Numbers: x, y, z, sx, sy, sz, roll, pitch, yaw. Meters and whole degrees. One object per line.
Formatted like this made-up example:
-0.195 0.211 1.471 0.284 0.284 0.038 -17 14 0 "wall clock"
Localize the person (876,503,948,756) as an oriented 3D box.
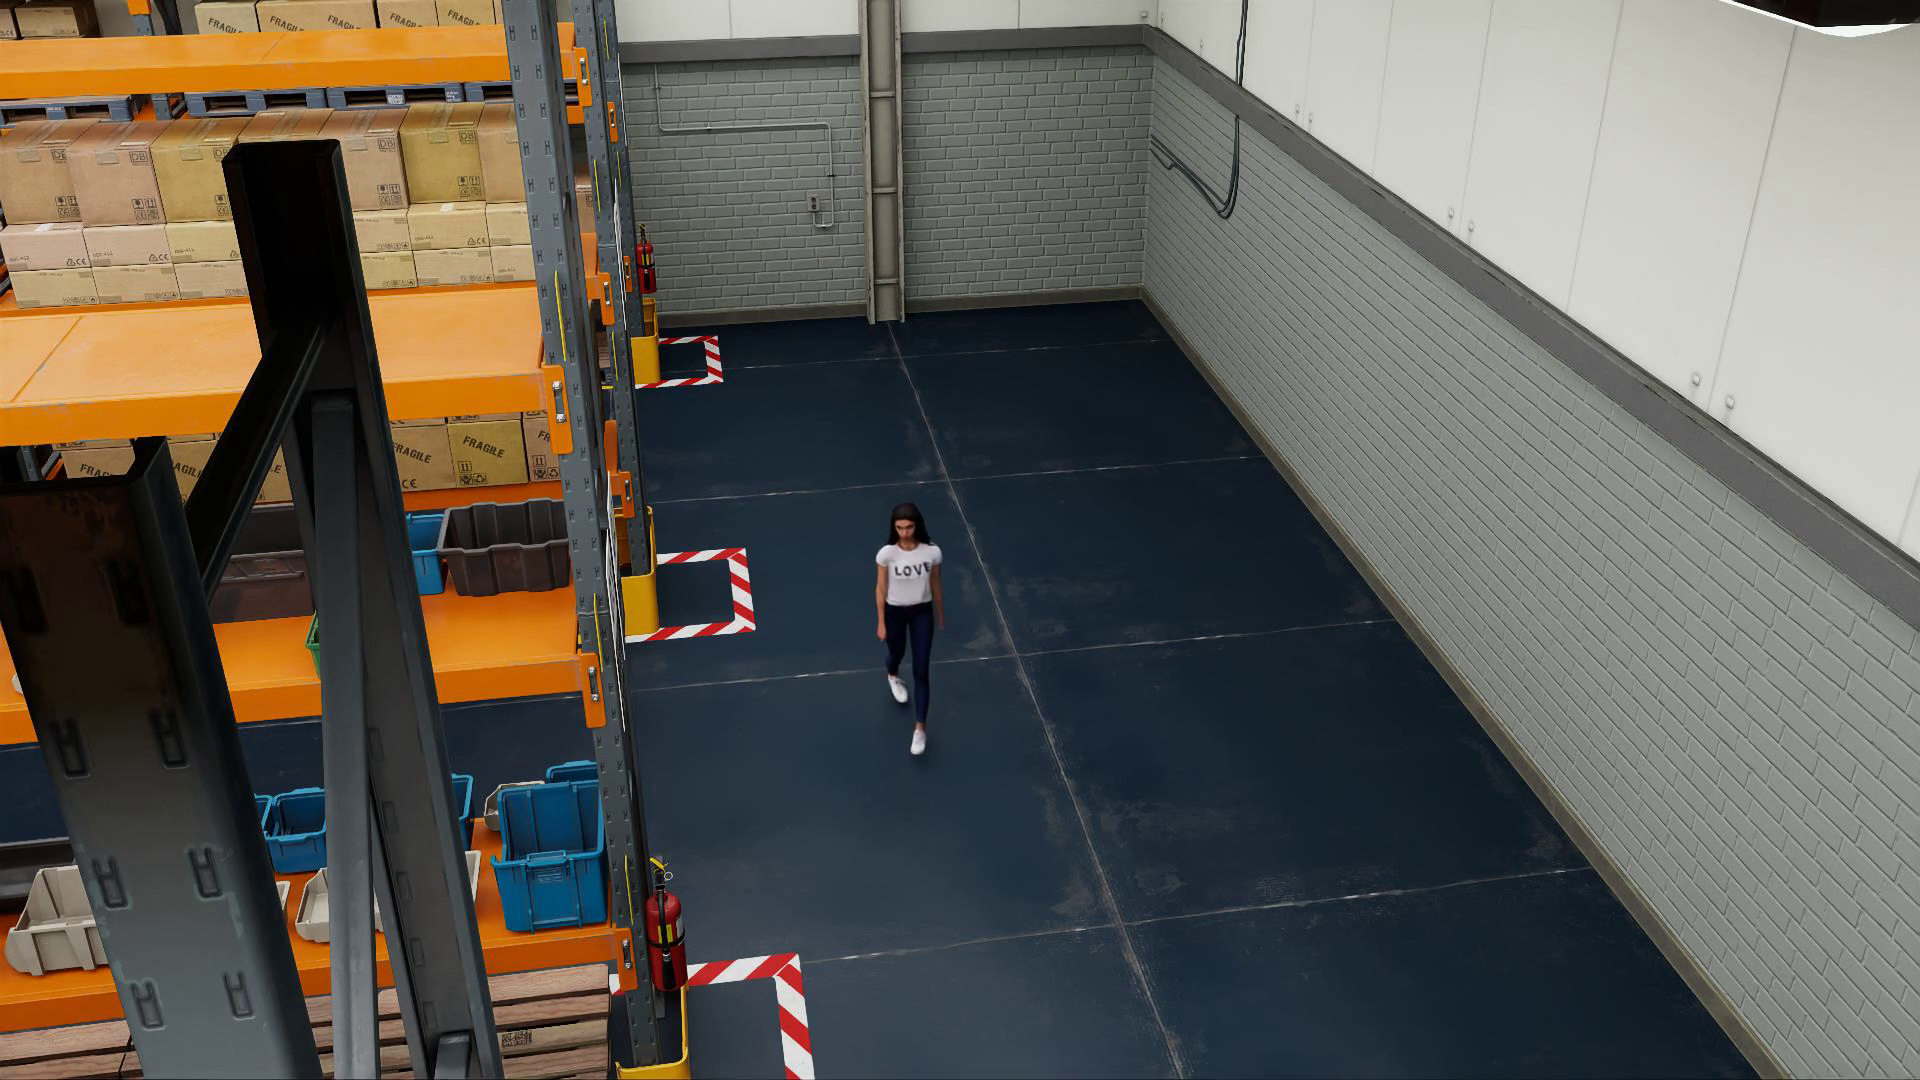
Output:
-0.364 0.512 11.158 1.089 1.667 0.728 -5 28 -9 "person"
